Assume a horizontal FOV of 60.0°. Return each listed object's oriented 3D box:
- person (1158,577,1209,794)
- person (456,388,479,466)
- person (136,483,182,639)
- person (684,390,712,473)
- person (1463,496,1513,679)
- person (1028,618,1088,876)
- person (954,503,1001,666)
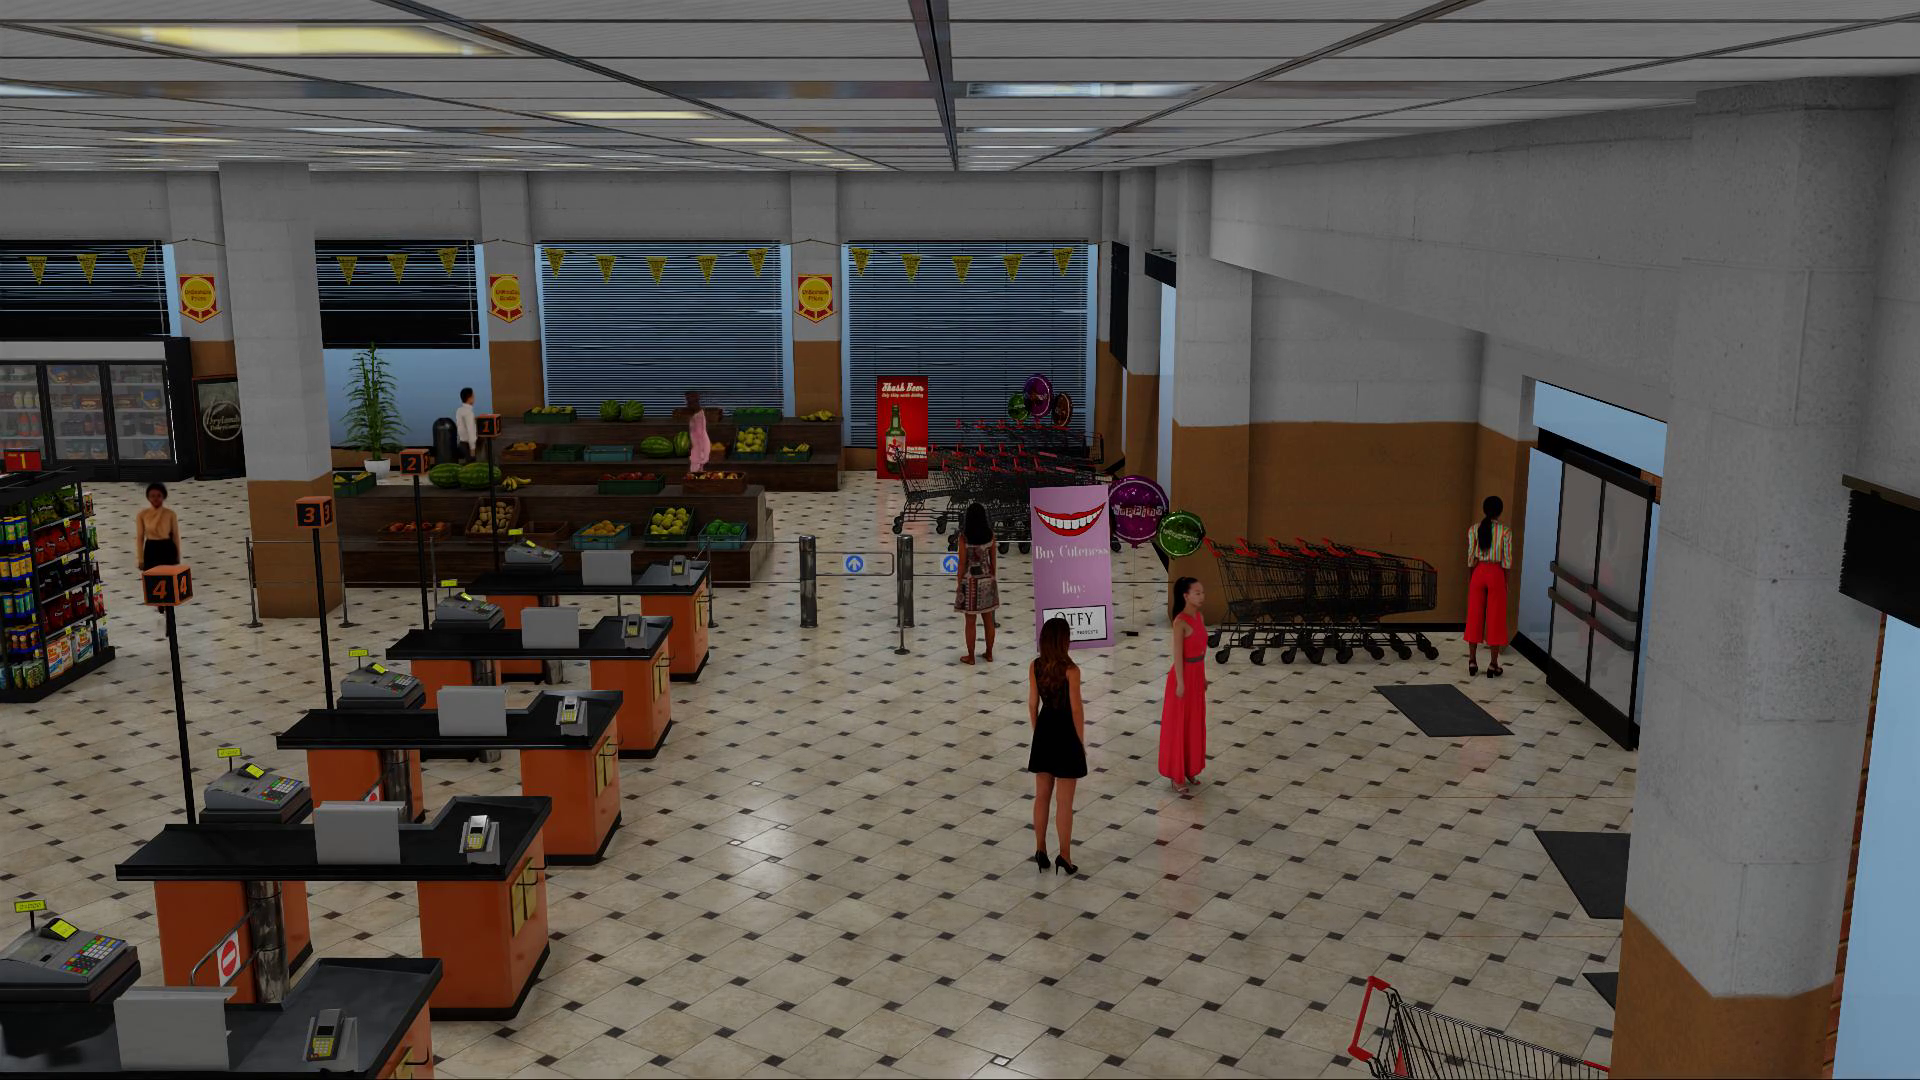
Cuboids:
[{"bbox_3d":[1.801,1.133,13.199,0.751,1.727,0.715,9,15,36],"label":"person"},{"bbox_3d":[-7.442,-1.366,24.907,0.995,1.795,0.902,-8,14,-33],"label":"person"},{"bbox_3d":[-8.575,0.210,17.808,0.954,1.635,0.882,-6,13,-27],"label":"person"},{"bbox_3d":[-3.777,-1.344,24.846,0.743,1.776,0.633,-1,12,-3],"label":"person"},{"bbox_3d":[5.172,0.448,16.297,0.645,1.792,0.746,7,14,31],"label":"person"},{"bbox_3d":[0.664,1.430,11.530,0.635,1.835,0.729,8,14,33],"label":"person"},{"bbox_3d":[0.171,0.430,16.737,0.631,1.645,0.784,-6,13,-25],"label":"person"}]
